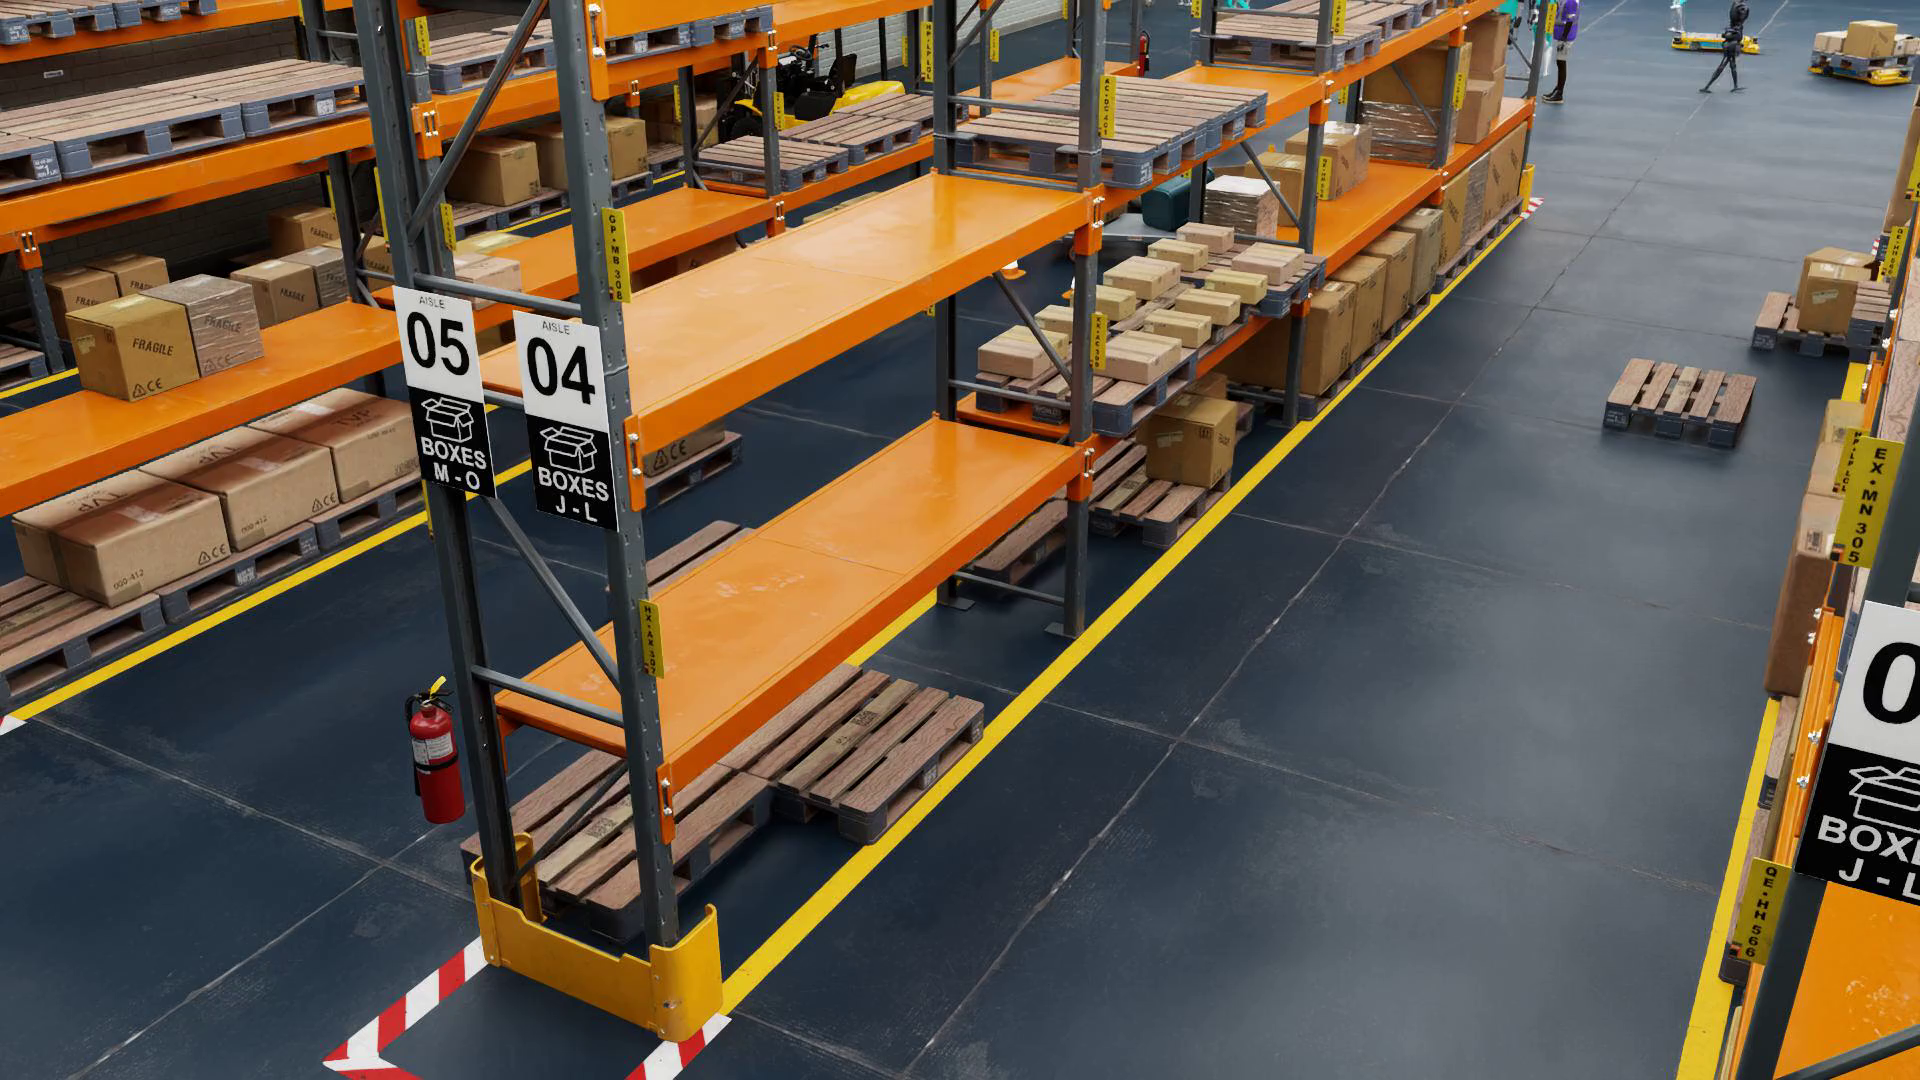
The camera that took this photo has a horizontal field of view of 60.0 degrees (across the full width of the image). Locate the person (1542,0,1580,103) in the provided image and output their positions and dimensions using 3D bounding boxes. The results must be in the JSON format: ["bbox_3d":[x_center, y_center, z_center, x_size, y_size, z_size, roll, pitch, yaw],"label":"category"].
[{"bbox_3d":[9.188,-7.664,25.318,0.367,1.961,0.606,8,27,16],"label":"person"}]

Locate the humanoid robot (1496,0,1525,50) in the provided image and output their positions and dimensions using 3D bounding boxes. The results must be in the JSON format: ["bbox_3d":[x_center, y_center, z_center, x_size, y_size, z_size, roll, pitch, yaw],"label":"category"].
[{"bbox_3d":[8.312,-7.773,25.859,0.754,1.823,0.530,-15,29,-28],"label":"humanoid robot"}]

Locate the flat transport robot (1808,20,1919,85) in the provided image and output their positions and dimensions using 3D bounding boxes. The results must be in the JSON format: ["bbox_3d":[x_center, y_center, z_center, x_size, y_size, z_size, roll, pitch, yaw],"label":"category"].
[{"bbox_3d":[14.853,-7.736,27.417,0.659,0.231,1.431,-11,28,-22],"label":"flat transport robot"}]

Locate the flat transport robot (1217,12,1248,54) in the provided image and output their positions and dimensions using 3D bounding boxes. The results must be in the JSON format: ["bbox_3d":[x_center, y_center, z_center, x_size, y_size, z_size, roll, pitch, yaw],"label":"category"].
[{"bbox_3d":[4.761,-8.027,28.020,1.431,0.231,0.659,2,26,5],"label":"flat transport robot"}]

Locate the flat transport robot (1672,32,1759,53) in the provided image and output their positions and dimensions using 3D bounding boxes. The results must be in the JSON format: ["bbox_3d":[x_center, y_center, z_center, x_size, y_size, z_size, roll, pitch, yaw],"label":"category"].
[{"bbox_3d":[13.599,-8.954,29.948,1.431,0.231,0.659,10,27,20],"label":"flat transport robot"}]

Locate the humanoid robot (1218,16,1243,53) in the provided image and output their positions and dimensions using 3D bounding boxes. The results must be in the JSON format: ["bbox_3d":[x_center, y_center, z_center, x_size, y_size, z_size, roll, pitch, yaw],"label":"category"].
[{"bbox_3d":[3.878,-6.512,23.312,0.613,1.644,0.747,20,32,35],"label":"humanoid robot"}]

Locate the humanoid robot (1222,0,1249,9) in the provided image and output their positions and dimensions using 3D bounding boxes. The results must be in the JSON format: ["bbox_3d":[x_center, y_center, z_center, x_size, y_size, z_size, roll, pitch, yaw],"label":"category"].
[{"bbox_3d":[5.110,-10.073,30.620,0.737,1.829,0.530,-16,30,-29],"label":"humanoid robot"}]

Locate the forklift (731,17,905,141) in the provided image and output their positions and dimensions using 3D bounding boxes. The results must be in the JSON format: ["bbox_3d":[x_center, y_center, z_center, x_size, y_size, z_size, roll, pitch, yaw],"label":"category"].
[{"bbox_3d":[-1.819,-5.975,21.543,2.313,2.155,1.214,14,29,26],"label":"forklift"}]

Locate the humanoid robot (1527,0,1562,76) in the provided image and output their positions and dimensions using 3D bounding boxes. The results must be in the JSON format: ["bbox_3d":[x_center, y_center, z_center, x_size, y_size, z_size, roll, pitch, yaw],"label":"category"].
[{"bbox_3d":[9.688,-8.571,27.495,0.549,1.817,0.671,14,29,27],"label":"humanoid robot"}]

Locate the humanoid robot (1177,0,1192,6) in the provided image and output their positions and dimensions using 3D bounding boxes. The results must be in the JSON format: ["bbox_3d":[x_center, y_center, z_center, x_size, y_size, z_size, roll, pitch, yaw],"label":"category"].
[{"bbox_3d":[4.575,-11.767,33.946,0.735,1.677,0.533,-18,31,-33],"label":"humanoid robot"}]

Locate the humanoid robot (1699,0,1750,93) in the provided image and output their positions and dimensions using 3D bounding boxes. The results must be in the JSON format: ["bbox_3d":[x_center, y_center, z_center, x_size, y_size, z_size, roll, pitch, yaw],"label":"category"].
[{"bbox_3d":[12.094,-7.816,26.006,0.762,1.627,0.605,3,26,7],"label":"humanoid robot"}]

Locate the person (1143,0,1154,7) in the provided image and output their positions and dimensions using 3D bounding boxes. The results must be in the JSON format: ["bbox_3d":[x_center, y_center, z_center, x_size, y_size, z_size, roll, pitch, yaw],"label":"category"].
[{"bbox_3d":[3.928,-11.970,34.328,0.616,1.907,0.818,12,28,23],"label":"person"}]

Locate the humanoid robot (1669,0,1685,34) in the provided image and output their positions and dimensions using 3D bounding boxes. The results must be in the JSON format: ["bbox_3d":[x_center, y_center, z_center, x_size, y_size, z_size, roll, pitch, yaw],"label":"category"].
[{"bbox_3d":[13.633,-10.490,31.450,0.632,1.776,0.826,23,34,39],"label":"humanoid robot"}]
